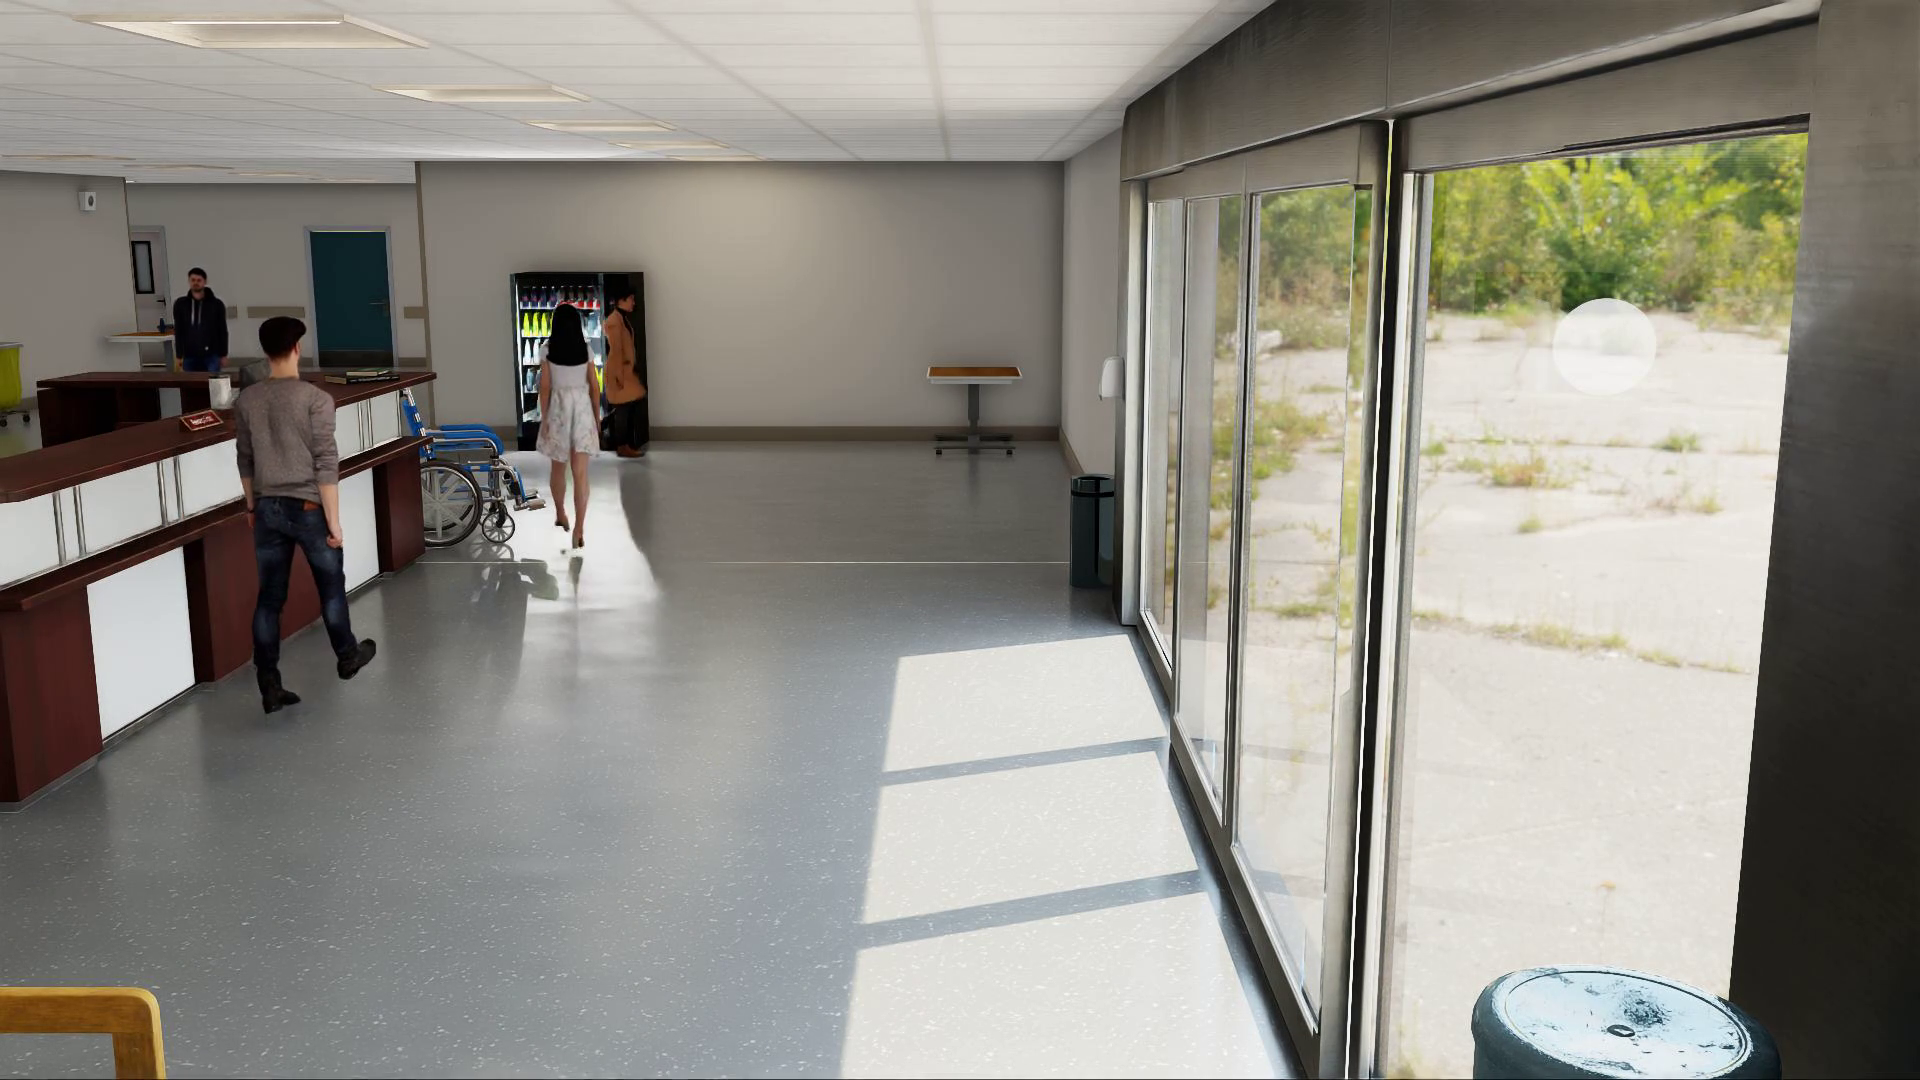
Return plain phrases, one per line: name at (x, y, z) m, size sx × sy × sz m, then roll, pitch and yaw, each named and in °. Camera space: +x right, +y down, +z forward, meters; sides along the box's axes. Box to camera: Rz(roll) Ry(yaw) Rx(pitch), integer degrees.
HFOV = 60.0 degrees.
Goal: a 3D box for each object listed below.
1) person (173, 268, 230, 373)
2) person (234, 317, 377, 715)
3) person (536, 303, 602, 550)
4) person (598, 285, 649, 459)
person at (-8.064, -1.957, 17.743) m, size 0.845 × 1.881 × 0.848 m, roll -2°, pitch 11°, yaw -11°
person at (-3.214, -0.078, 7.907) m, size 1.148 × 1.857 × 0.835 m, roll 1°, pitch 11°, yaw 4°
person at (-2.787, -0.783, 11.951) m, size 1.119 × 1.733 × 0.911 m, roll -3°, pitch 11°, yaw -18°
person at (-3.469, -1.669, 16.569) m, size 0.863 × 1.710 × 0.679 m, roll 1°, pitch 11°, yaw 4°
